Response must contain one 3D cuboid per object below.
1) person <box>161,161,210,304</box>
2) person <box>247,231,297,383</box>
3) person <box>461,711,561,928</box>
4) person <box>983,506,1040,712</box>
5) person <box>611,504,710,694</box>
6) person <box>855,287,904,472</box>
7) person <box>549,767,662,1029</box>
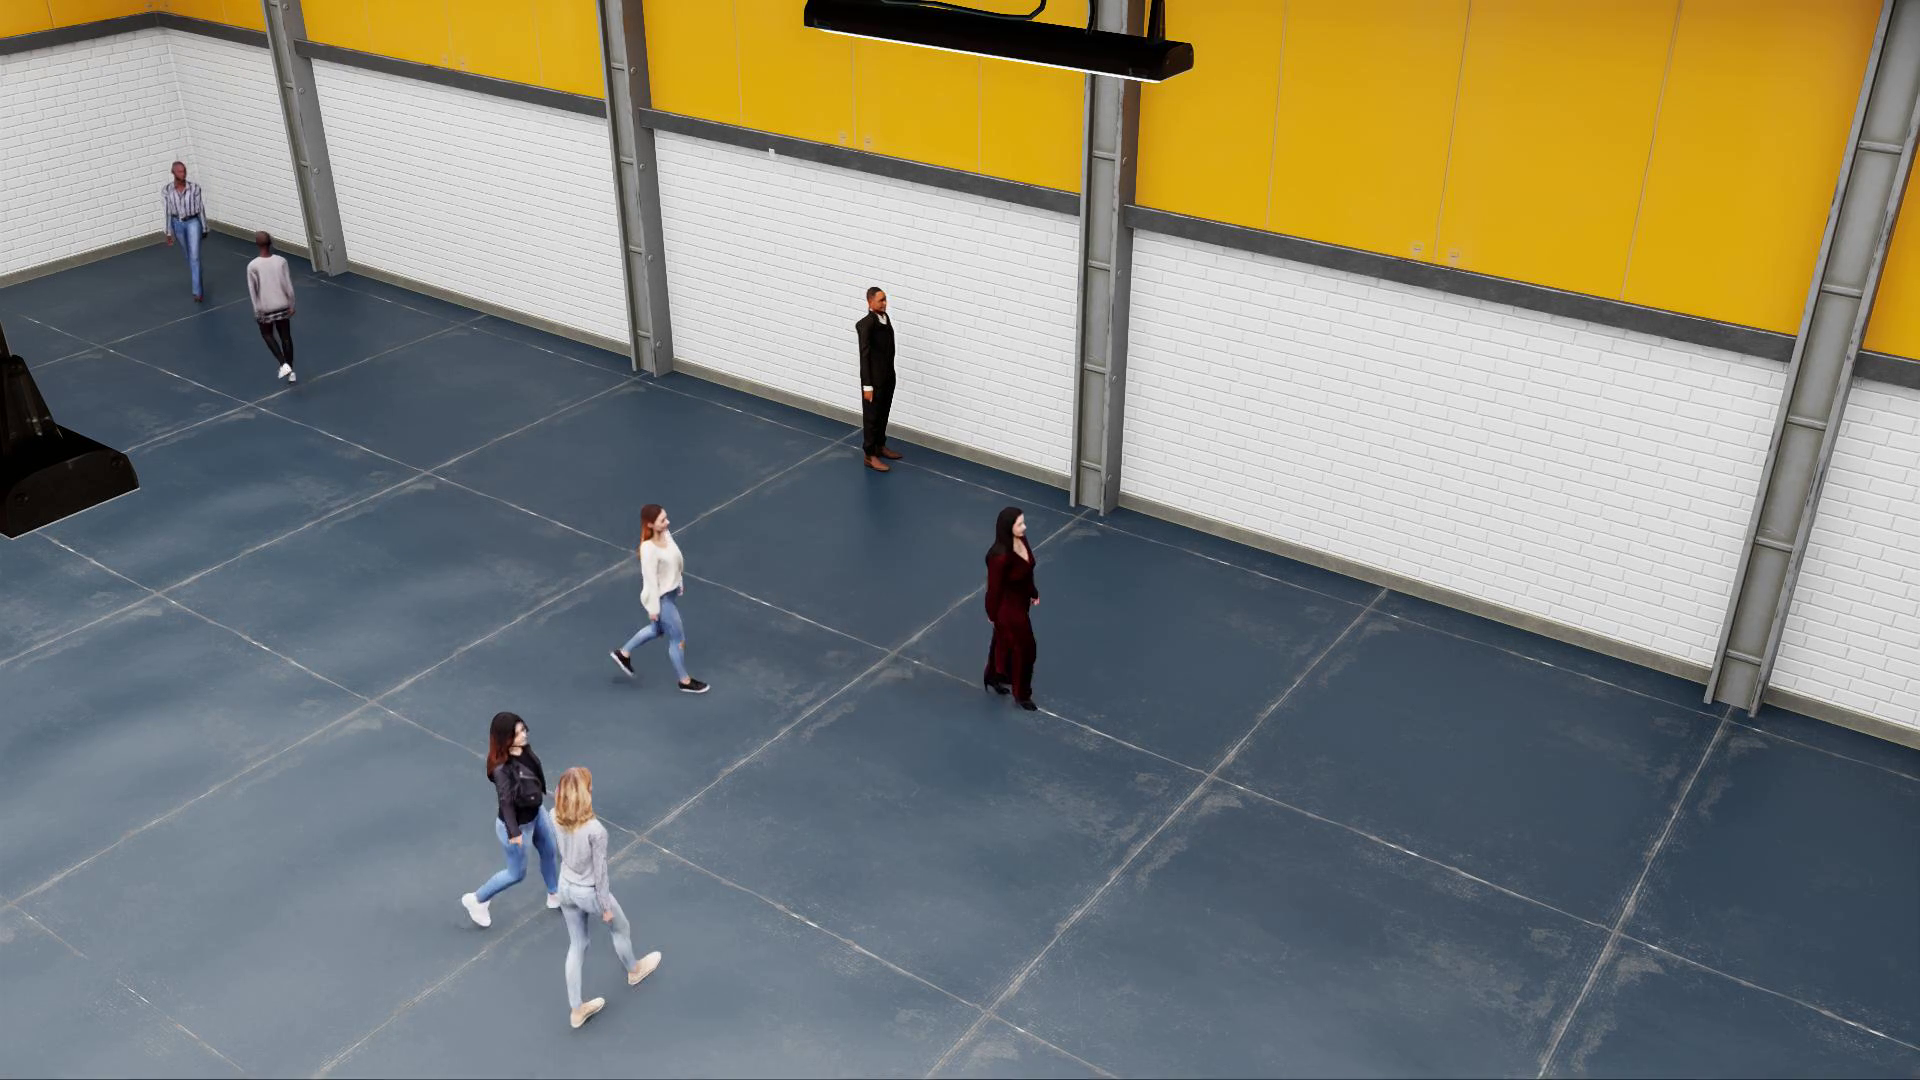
[{"bbox_3d":[-9.869,-3.956,21.247,1.143,1.726,1.270,-8,30,-14],"label":"person"},{"bbox_3d":[-7.682,-2.585,18.701,0.716,1.758,0.746,-21,35,-33],"label":"person"},{"bbox_3d":[-2.910,1.828,10.755,1.089,1.619,0.957,2,29,4],"label":"person"},{"bbox_3d":[0.295,0.505,13.057,0.839,1.738,0.778,8,30,15],"label":"person"},{"bbox_3d":[-2.446,0.463,13.200,1.140,1.674,0.934,3,29,5],"label":"person"},{"bbox_3d":[-0.842,-1.657,16.846,0.674,1.905,0.728,12,31,21],"label":"person"},{"bbox_3d":[-2.304,2.181,9.956,0.875,1.765,0.681,18,33,30],"label":"person"}]
